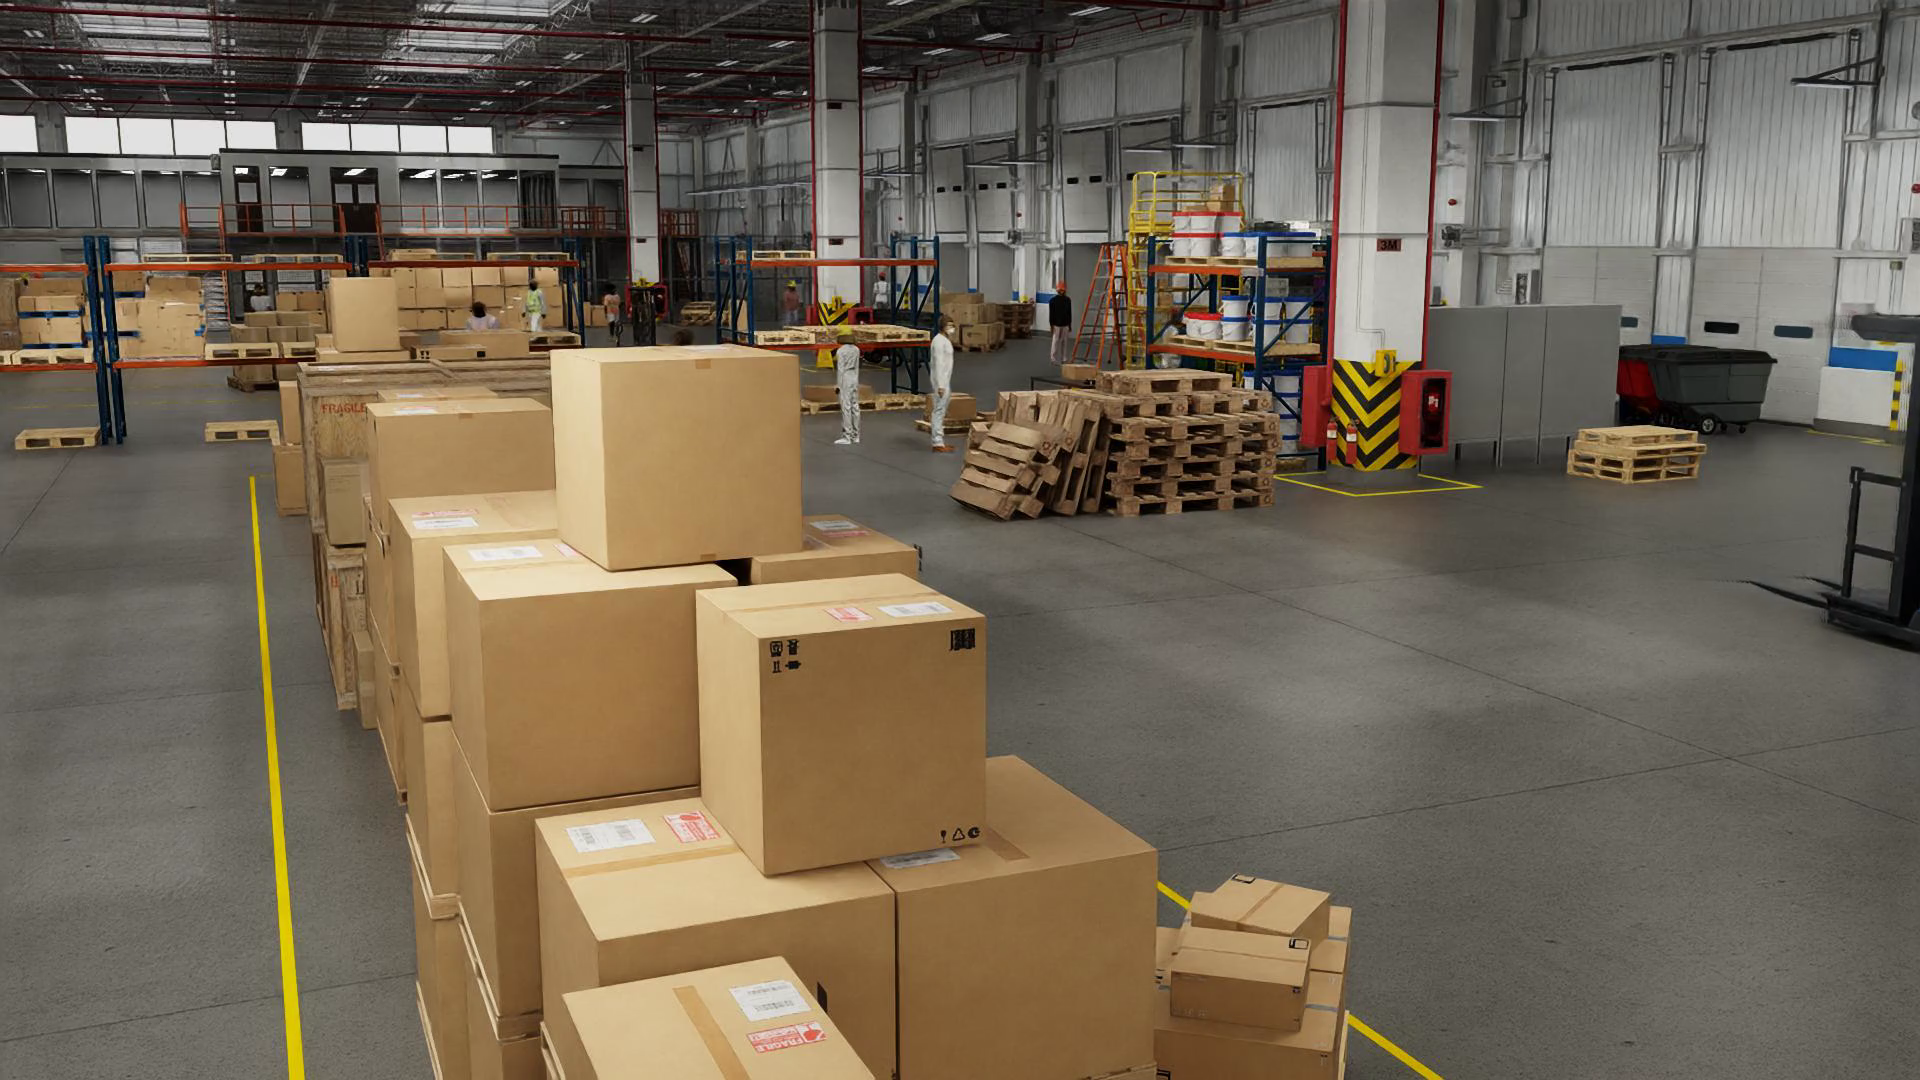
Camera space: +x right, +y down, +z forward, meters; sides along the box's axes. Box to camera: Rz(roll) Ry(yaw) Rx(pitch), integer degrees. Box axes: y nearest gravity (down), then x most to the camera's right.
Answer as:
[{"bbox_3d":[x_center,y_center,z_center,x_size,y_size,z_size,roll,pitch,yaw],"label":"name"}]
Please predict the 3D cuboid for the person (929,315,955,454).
[{"bbox_3d":[-0.244,-2.188,23.350,0.369,1.936,0.630,1,10,5],"label":"person"}]

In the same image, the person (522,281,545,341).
[{"bbox_3d":[-12.156,-6.441,47.168,0.631,1.798,0.942,8,13,36],"label":"person"}]

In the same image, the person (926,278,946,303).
[{"bbox_3d":[-0.714,-6.884,49.302,0.587,1.916,0.408,-2,10,-10],"label":"person"}]

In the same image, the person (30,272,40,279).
[{"bbox_3d":[-28.106,-7.213,50.867,0.623,1.993,0.655,6,12,30],"label":"person"}]

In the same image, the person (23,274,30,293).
[{"bbox_3d":[-29.747,-7.552,53.103,1.009,1.870,0.608,5,12,28],"label":"person"}]

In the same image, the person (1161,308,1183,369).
[{"bbox_3d":[3.472,-2.911,27.554,0.497,1.858,0.602,4,11,19],"label":"person"}]

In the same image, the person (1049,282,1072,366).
[{"bbox_3d":[2.384,-5.106,39.315,0.607,1.987,0.408,-6,12,-30],"label":"person"}]

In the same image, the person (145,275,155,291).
[{"bbox_3d":[-24.070,-6.940,49.597,0.805,1.921,0.629,8,13,36],"label":"person"}]

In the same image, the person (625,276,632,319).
[{"bbox_3d":[-12.121,-9.136,61.645,0.605,1.934,0.418,2,10,11],"label":"person"}]

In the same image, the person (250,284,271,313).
[{"bbox_3d":[-17.822,-5.601,42.434,0.540,1.831,0.898,-2,11,-13],"label":"person"}]

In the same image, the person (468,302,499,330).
[{"bbox_3d":[-8.929,-3.566,31.309,0.694,1.817,0.492,3,11,15],"label":"person"}]

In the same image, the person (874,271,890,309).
[{"bbox_3d":[-2.586,-7.991,55.405,0.546,1.916,0.850,-2,10,-11],"label":"person"}]

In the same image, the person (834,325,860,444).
[{"bbox_3d":[-1.660,-2.280,24.385,0.289,1.746,0.487,6,12,32],"label":"person"}]

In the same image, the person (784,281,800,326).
[{"bbox_3d":[-5.016,-6.830,49.439,0.542,1.752,0.455,-6,12,-30],"label":"person"}]

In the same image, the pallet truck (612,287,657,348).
[{"bbox_3d":[-6.464,-4.406,35.401,0.823,1.965,1.885,6,12,32],"label":"pallet truck"}]

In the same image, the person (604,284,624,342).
[{"bbox_3d":[-9.985,-6.558,48.153,0.785,1.661,0.545,10,14,43],"label":"person"}]

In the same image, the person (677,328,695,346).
[{"bbox_3d":[-3.490,-1.810,21.516,0.326,1.843,0.516,1,10,8],"label":"person"}]

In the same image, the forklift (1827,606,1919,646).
[{"bbox_3d":[7.473,-0.574,11.850,1.129,2.768,1.873,-3,11,-14],"label":"forklift"}]
